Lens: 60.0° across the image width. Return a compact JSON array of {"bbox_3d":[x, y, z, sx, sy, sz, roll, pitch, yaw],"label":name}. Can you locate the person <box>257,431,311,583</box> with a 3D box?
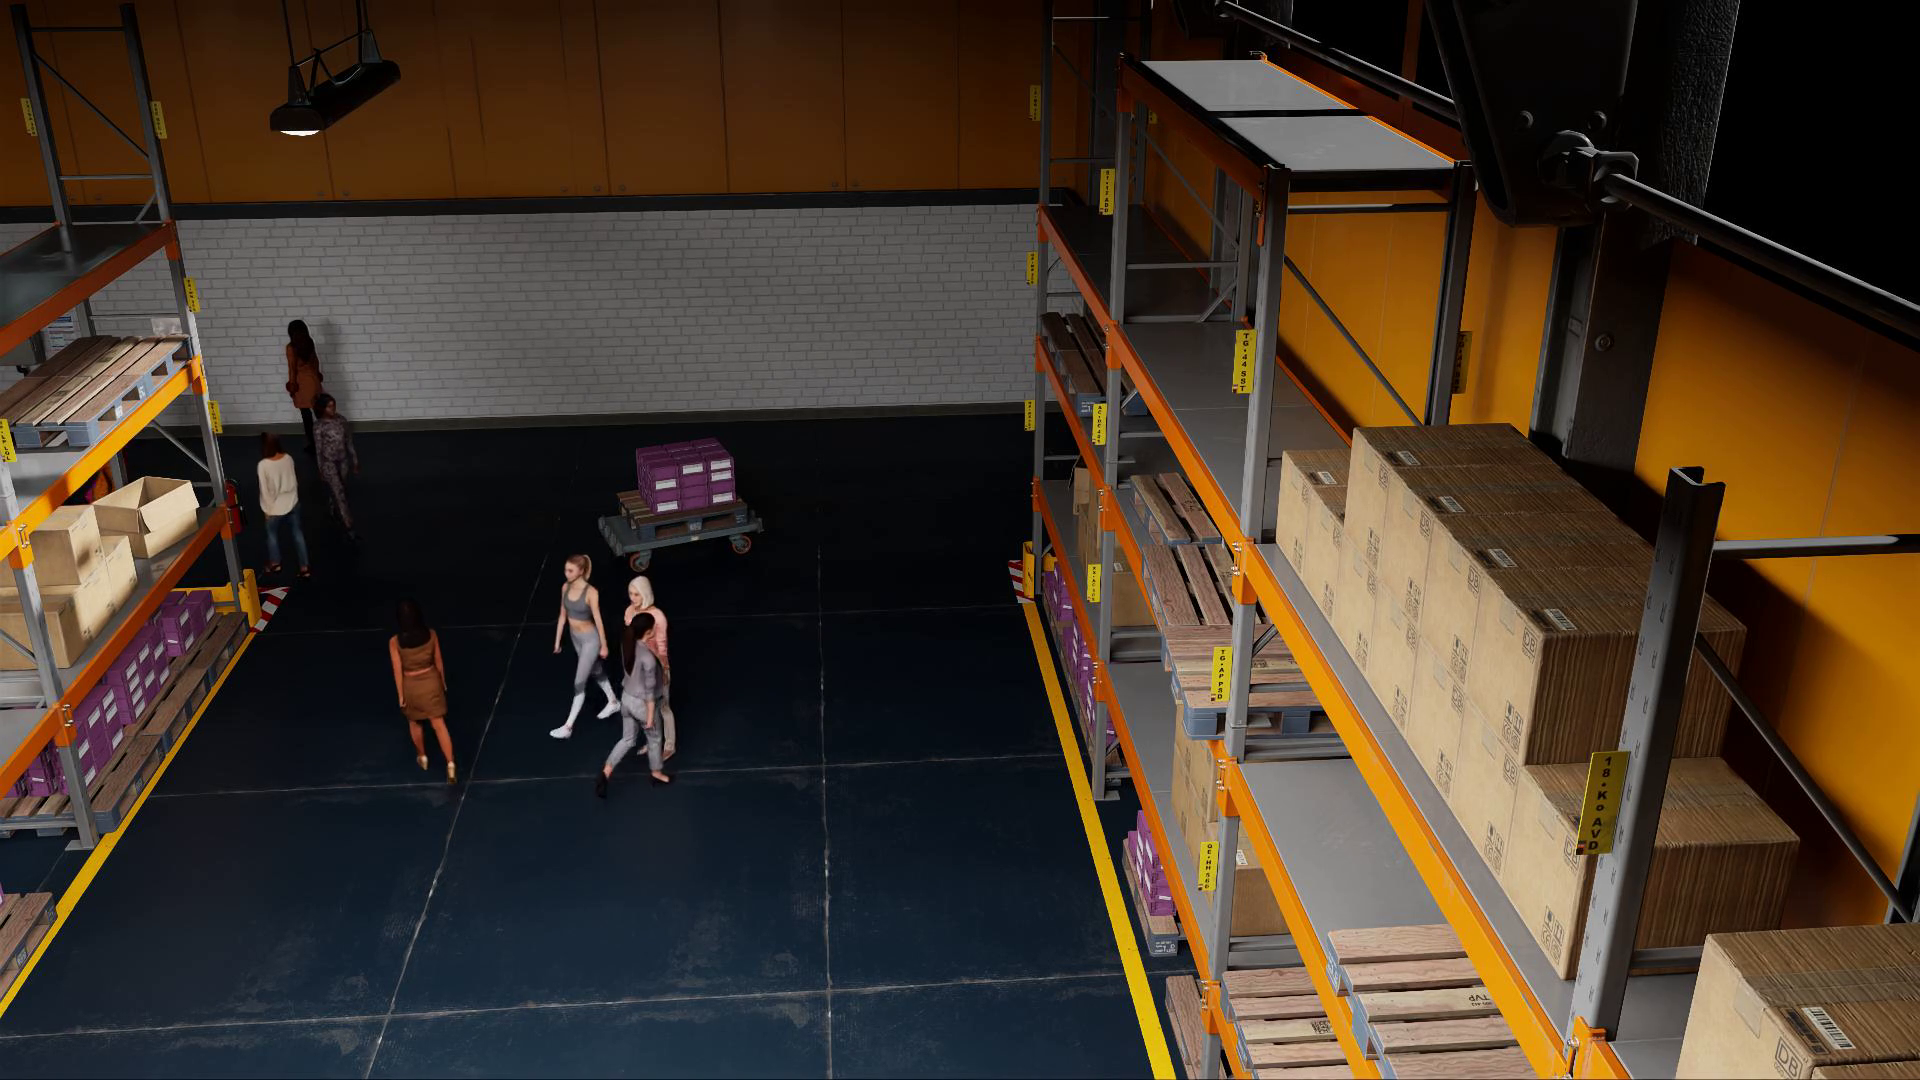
[{"bbox_3d":[-7.052,-0.325,17.429,0.971,1.662,0.926,16,28,32],"label":"person"}]

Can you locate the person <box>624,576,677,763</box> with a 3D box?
[{"bbox_3d":[-2.631,1.074,14.154,0.682,1.722,0.705,13,27,27],"label":"person"}]

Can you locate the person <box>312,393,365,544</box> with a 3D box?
[{"bbox_3d":[-6.999,-0.830,18.561,1.175,1.681,1.073,20,30,37],"label":"person"}]

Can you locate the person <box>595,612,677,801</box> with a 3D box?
[{"bbox_3d":[-2.656,1.394,13.510,1.041,1.650,1.061,21,31,39],"label":"person"}]

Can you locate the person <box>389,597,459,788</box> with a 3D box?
[{"bbox_3d":[-4.412,1.287,13.734,0.905,1.668,1.127,-15,28,-30],"label":"person"}]

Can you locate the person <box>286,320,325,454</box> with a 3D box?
[{"bbox_3d":[-8.295,-1.959,21.094,0.845,1.720,0.737,13,27,26],"label":"person"}]

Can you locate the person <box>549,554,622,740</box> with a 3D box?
[{"bbox_3d":[-3.234,0.890,14.652,1.044,1.659,1.149,16,28,32],"label":"person"}]
